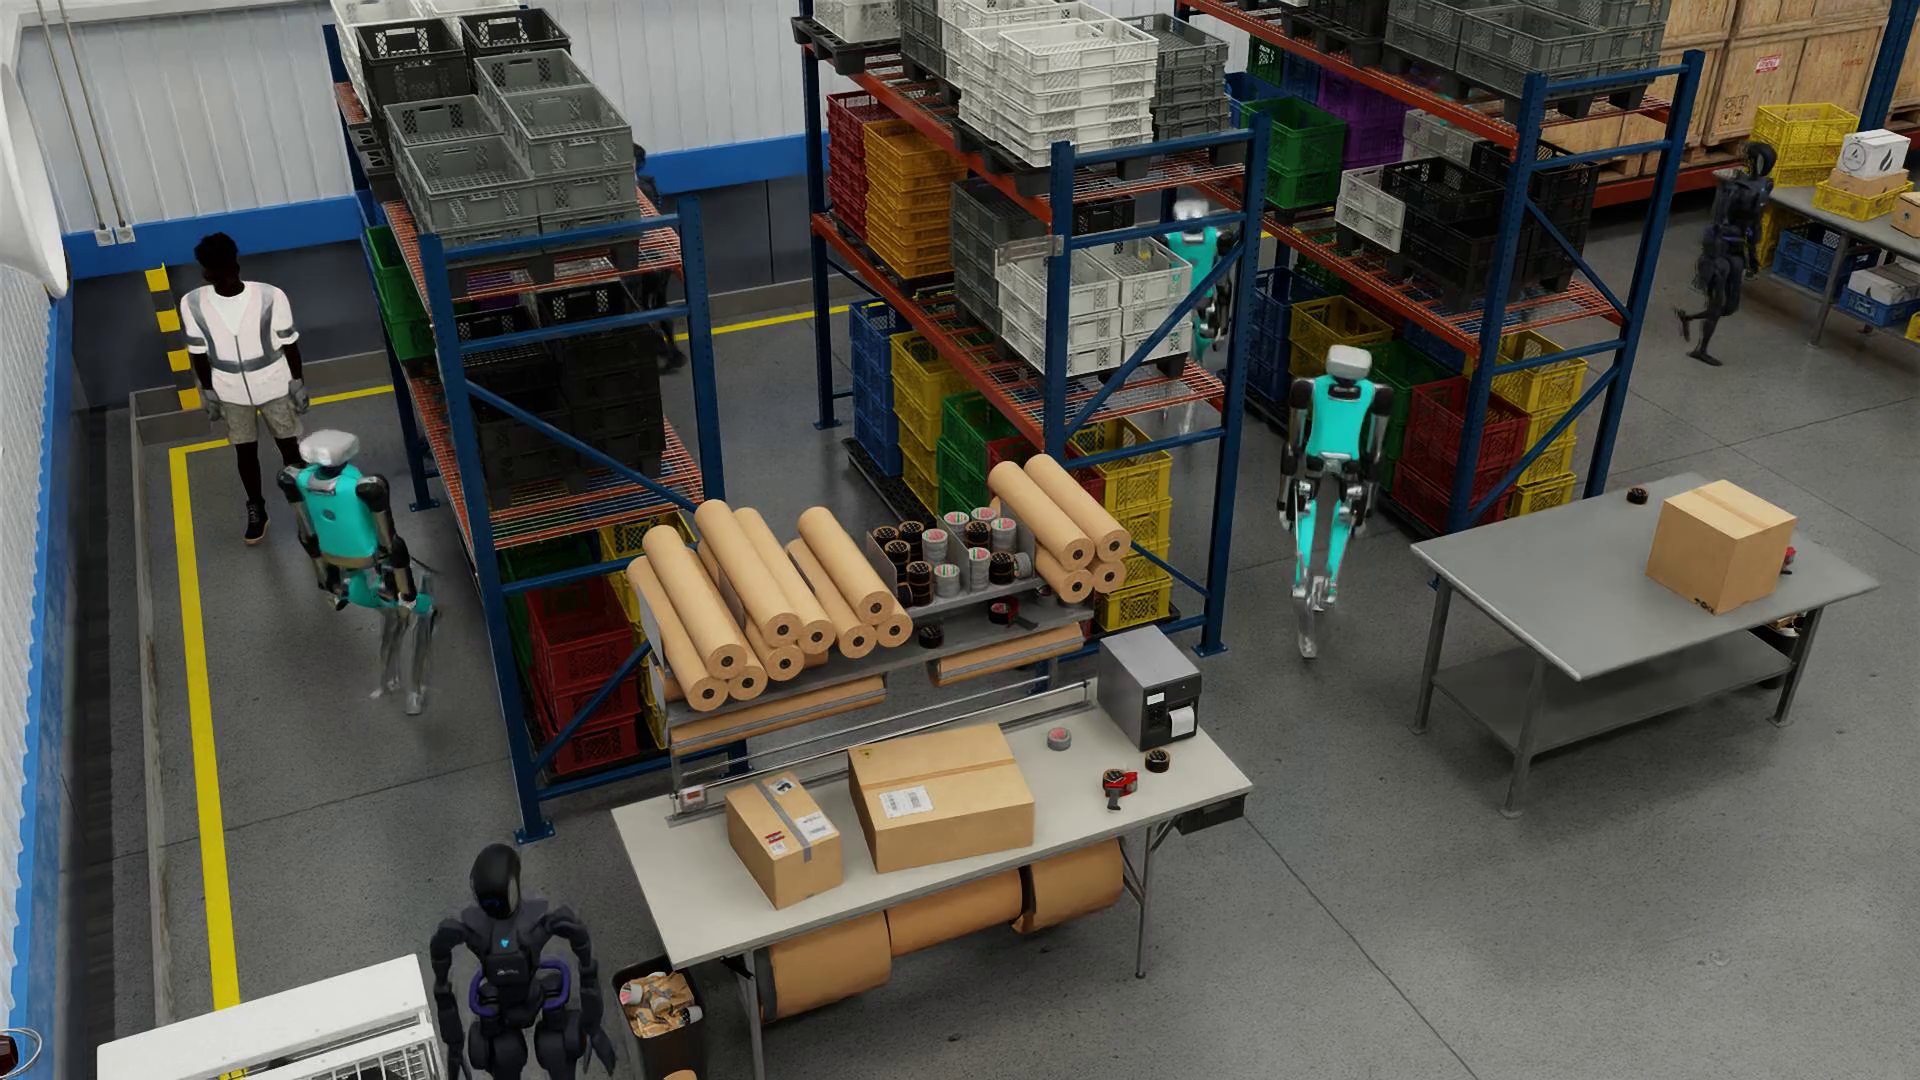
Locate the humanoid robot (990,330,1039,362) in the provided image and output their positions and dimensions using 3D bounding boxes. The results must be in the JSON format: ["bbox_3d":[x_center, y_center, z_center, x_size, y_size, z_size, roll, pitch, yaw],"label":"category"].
[{"bbox_3d":[0.347,-1.399,10.841,0.688,1.778,0.540,-1,32,-1],"label":"humanoid robot"}]

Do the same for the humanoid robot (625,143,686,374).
[{"bbox_3d":[-2.185,-2.014,11.903,0.434,1.636,0.613,3,32,5],"label":"humanoid robot"}]

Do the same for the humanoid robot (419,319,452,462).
[{"bbox_3d":[-3.421,-1.258,10.671,0.414,1.654,0.601,-13,34,-21],"label":"humanoid robot"}]

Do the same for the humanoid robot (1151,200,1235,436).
[{"bbox_3d":[1.474,-1.411,10.964,0.554,1.889,0.777,1,32,1],"label":"humanoid robot"}]

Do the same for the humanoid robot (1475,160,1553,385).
[{"bbox_3d":[3.936,-1.813,11.566,0.584,1.640,0.451,-12,34,-19],"label":"humanoid robot"}]

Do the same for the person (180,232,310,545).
[{"bbox_3d":[-4.161,-0.887,9.800,0.606,1.957,0.397,-7,32,-12],"label":"person"}]

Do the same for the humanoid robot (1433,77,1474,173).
[{"bbox_3d":[4.176,-3.058,13.572,0.530,1.804,0.796,-25,39,-34],"label":"humanoid robot"}]

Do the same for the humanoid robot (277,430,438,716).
[{"bbox_3d":[-2.890,0.150,8.342,0.549,1.778,0.786,6,32,9],"label":"humanoid robot"}]

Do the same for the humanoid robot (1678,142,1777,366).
[{"bbox_3d":[5.509,-2.097,12.037,0.611,1.638,0.461,-20,37,-29],"label":"humanoid robot"}]

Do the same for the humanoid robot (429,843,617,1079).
[{"bbox_3d":[-1.512,1.727,5.816,0.590,1.645,0.383,-5,32,-8],"label":"humanoid robot"}]

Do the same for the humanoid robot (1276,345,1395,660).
[{"bbox_3d":[1.946,-0.131,8.767,0.550,1.733,0.977,3,32,6],"label":"humanoid robot"}]

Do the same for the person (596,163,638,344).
[{"bbox_3d":[-2.546,-2.146,11.766,0.613,2.040,0.390,-17,36,-26],"label":"person"}]
